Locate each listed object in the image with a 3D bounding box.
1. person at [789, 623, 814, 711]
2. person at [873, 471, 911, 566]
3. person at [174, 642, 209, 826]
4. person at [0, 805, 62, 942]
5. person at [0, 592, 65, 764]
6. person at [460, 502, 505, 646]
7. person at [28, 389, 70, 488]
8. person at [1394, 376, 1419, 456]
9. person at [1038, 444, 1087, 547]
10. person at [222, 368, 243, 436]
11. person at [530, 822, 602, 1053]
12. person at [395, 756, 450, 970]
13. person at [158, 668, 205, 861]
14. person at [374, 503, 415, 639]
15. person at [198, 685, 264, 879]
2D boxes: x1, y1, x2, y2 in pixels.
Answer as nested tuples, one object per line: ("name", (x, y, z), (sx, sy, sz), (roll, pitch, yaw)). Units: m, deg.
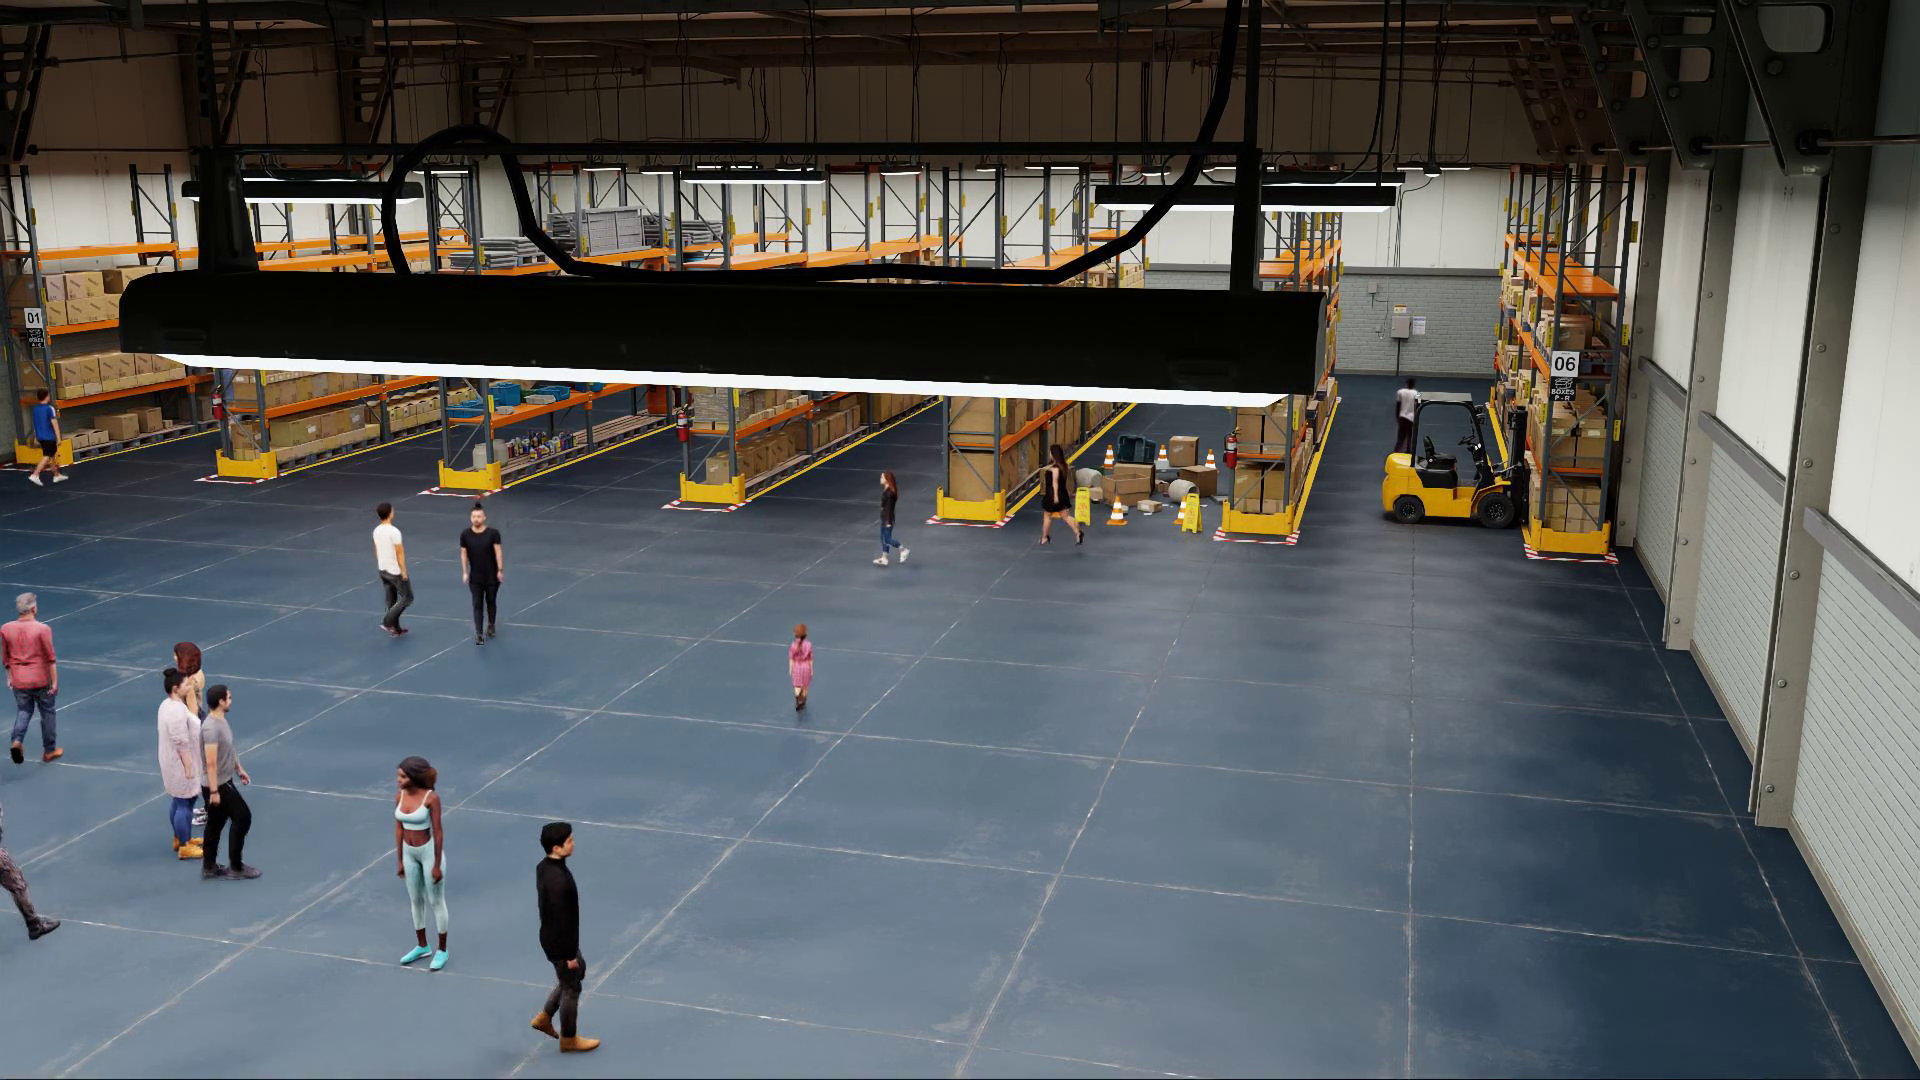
("person", (-1.800, 1.459, 18.894), (0.547, 1.013, 0.649), (-2, 13, -10))
("person", (-1.047, -0.326, 25.595), (0.810, 1.469, 0.823), (-2, 13, -9))
("person", (-7.208, 1.807, 15.713), (0.754, 1.769, 0.638), (-3, 13, -13))
("person", (-7.708, 2.497, 12.956), (0.890, 1.670, 1.199), (10, 17, 38))
("person", (-9.594, 1.460, 17.113), (0.861, 1.814, 1.009), (-1, 13, -2))
("person", (-6.167, 0.421, 21.595), (0.979, 1.817, 1.246), (-2, 13, -7))
("person", (-17.498, -1.925, 31.703), (0.685, 1.827, 1.204), (5, 14, 19))
("person", (9.081, -2.421, 33.896), (0.852, 1.804, 1.176), (7, 15, 28))
("person", (1.646, -0.658, 26.559), (0.859, 1.679, 1.052), (7, 15, 27))
("person", (-16.214, -3.157, 36.929), (0.818, 1.870, 0.981), (-1, 13, -3))
("person", (-2.844, 2.784, 11.618), (0.897, 1.713, 0.828), (-5, 14, -22))
("person", (-4.168, 2.479, 12.910), (0.580, 1.726, 0.546), (5, 14, 20))
("person", (-7.023, 1.991, 14.981), (0.845, 1.742, 0.793), (-8, 15, -31))
("person", (-7.444, 0.421, 21.636), (0.769, 1.798, 0.836), (8, 15, 30))
("person", (-6.518, 2.124, 14.437), (0.903, 1.728, 0.844), (-5, 14, -21))
